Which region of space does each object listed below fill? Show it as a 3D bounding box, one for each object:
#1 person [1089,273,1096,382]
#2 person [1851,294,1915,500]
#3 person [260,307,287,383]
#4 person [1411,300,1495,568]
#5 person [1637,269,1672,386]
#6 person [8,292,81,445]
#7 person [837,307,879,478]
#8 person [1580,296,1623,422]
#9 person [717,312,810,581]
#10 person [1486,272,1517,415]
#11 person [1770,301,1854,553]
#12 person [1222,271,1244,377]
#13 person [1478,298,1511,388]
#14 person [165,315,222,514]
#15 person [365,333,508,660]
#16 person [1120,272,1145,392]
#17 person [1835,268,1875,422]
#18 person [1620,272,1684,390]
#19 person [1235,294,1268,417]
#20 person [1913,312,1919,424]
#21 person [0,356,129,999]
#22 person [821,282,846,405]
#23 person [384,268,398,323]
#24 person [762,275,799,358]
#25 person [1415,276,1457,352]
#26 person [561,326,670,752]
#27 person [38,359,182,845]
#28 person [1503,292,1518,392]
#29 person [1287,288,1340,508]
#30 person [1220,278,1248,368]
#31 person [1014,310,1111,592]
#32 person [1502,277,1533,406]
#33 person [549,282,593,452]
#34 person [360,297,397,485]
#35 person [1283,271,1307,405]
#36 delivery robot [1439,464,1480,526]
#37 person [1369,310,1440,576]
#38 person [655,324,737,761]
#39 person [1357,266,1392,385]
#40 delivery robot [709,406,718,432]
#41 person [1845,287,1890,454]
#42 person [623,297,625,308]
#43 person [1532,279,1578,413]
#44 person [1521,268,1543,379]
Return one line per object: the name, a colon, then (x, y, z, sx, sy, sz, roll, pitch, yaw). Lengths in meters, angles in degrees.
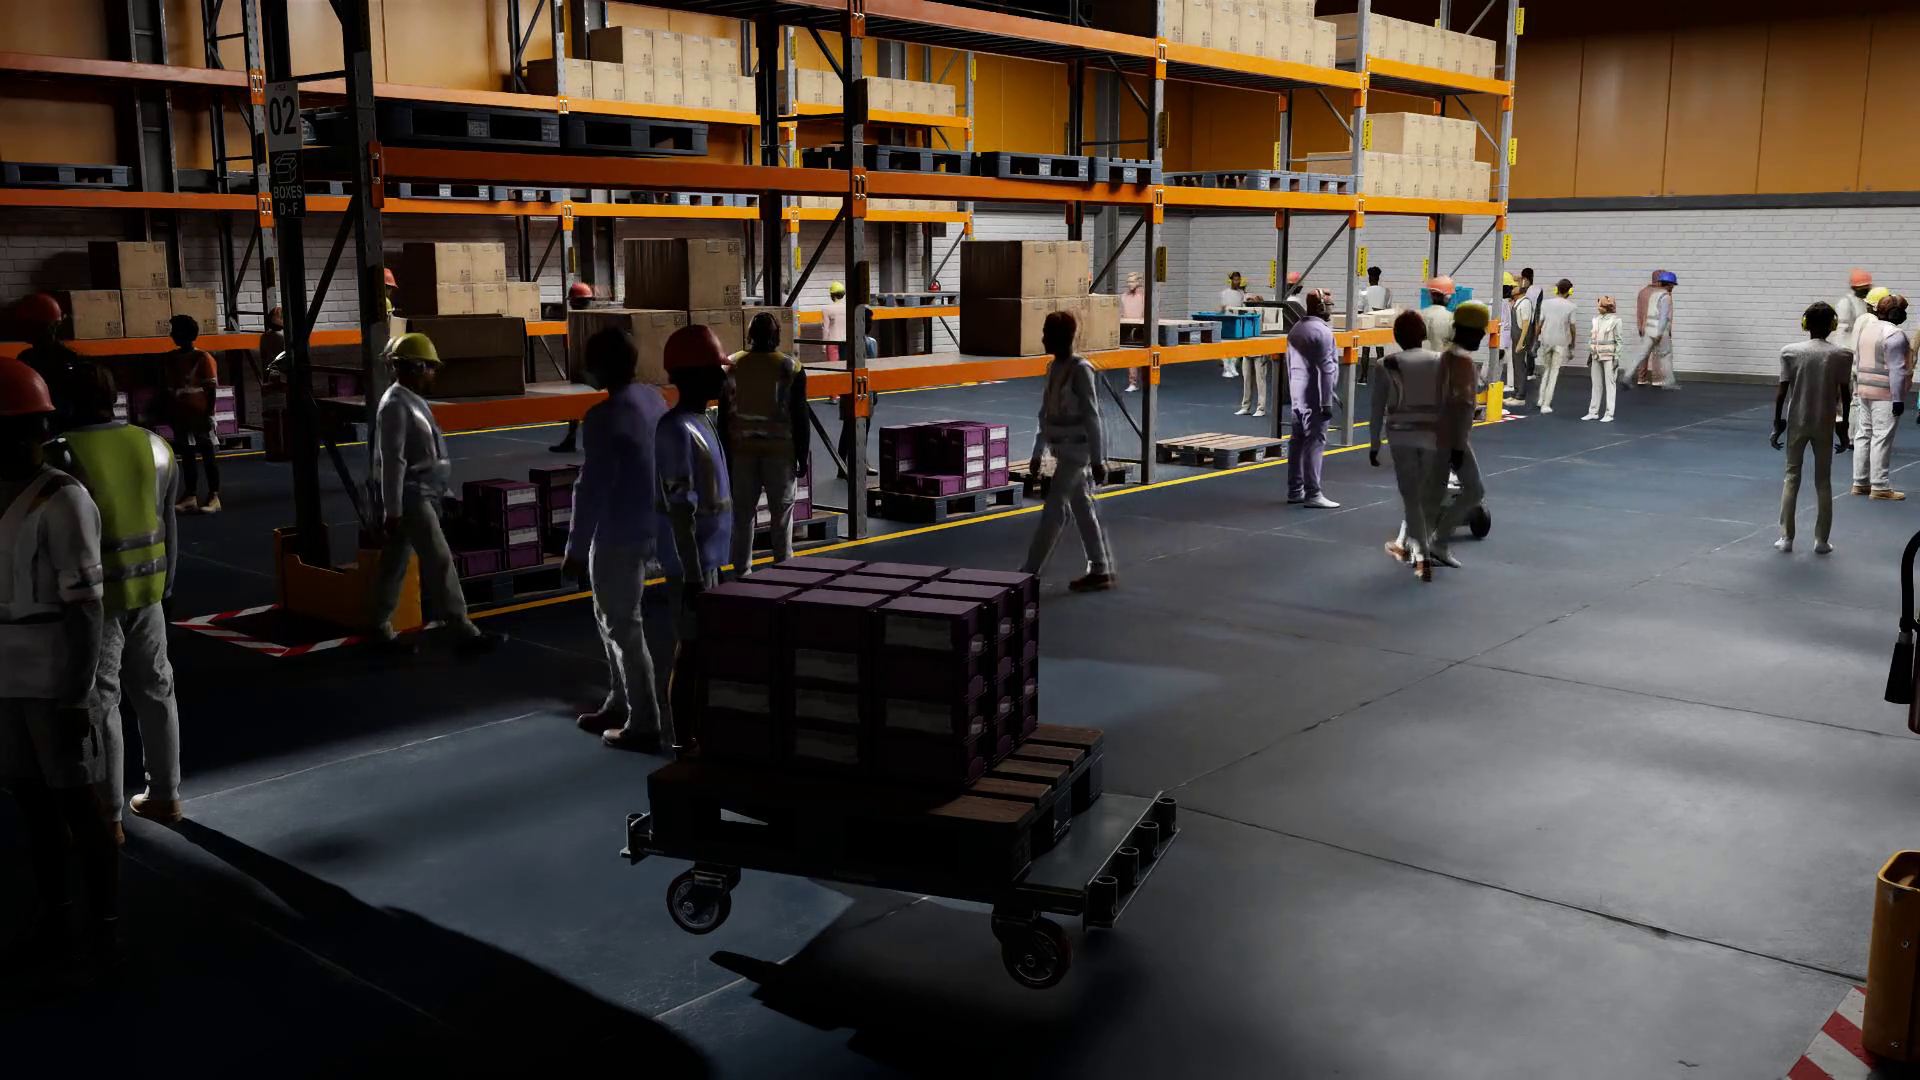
person: (1.820, -3.011, 24.544, 0.552, 1.935, 0.364, 3, 11, 19)
person: (8.332, -1.287, 14.999, 0.429, 1.845, 0.621, 0, 10, 0)
person: (-7.287, -1.676, 17.835, 0.501, 1.628, 0.277, 6, 12, 31)
person: (3.421, -0.722, 11.607, 0.489, 1.895, 0.721, -1, 10, -3)
person: (11.392, -3.466, 27.224, 0.409, 1.907, 0.651, -5, 11, -26)
person: (-5.779, -0.599, 10.686, 0.628, 1.981, 0.650, 6, 12, 31)
person: (-0.994, -1.446, 16.360, 0.323, 1.692, 0.535, 8, 13, 37)
person: (8.377, -2.348, 21.626, 0.314, 1.637, 0.514, -5, 11, -24)
person: (-1.289, -0.576, 10.985, 0.629, 1.837, 0.429, 1, 10, 8)
person: (7.350, -2.672, 22.642, 0.367, 1.927, 0.587, 2, 10, 13)
person: (6.313, -0.832, 12.346, 0.528, 1.865, 0.313, 5, 11, 25)
person: (4.762, -3.758, 29.069, 0.524, 1.850, 0.418, -4, 11, -24)
person: (8.664, -3.369, 26.803, 0.936, 1.857, 0.650, 4, 11, 21)
person: (-6.532, -1.064, 14.143, 0.531, 1.697, 0.322, 4, 11, 23)
person: (-2.923, -0.238, 9.181, 0.860, 1.781, 0.584, -3, 10, -15)
person: (2.804, -3.261, 26.137, 0.677, 1.879, 0.534, 9, 13, 41)
person: (11.413, -2.469, 21.286, 0.623, 1.993, 0.634, -3, 10, -18)
person: (11.016, -3.309, 26.413, 1.012, 1.892, 0.612, -1, 10, -6)
person: (3.950, -2.471, 22.327, 0.307, 1.637, 0.511, -8, 13, -38)
person: (12.397, -2.336, 21.050, 0.594, 1.813, 0.668, 7, 12, 33)
person: (-2.812, 0.415, 5.039, 0.545, 1.938, 0.358, 6, 12, 30)
person: (-1.765, -2.835, 24.036, 0.533, 1.766, 0.316, -5, 11, -28)
person: (-6.290, -1.945, 18.186, 0.385, 2.040, 0.605, -8, 13, -38)
person: (-2.522, -2.703, 22.961, 0.790, 1.898, 0.558, 8, 13, 39)
person: (4.846, -1.693, 16.923, 0.446, 1.974, 0.641, -9, 13, -41)
person: (-1.608, 0.003, 7.461, 0.668, 1.910, 0.651, 3, 10, 15)
person: (-3.265, 0.237, 6.325, 0.429, 1.845, 0.621, 5, 11, 25)
person: (8.706, -3.149, 26.172, 0.313, 1.642, 0.513, 8, 13, 40)
person: (3.100, -1.237, 14.530, 0.399, 1.909, 0.642, -3, 10, -15)
person: (5.261, -4.034, 30.994, 0.859, 1.712, 0.532, -4, 11, -22)
person: (0.590, -0.548, 10.764, 0.941, 1.842, 0.614, -3, 10, -16)
person: (8.013, -2.845, 23.864, 0.345, 1.847, 0.504, 1, 10, 8)
person: (-4.028, -1.897, 18.362, 0.984, 1.898, 0.540, -2, 10, -12)
person: (-5.426, -1.405, 15.700, 0.599, 1.830, 0.404, 7, 12, 33)
person: (4.791, -2.900, 23.952, 0.413, 1.922, 0.586, -3, 10, -15)
delivery robot: (3.826, -0.368, 13.161, 0.477, 0.478, 0.707, -1, 10, -8)
person: (3.181, -0.682, 11.606, 0.624, 1.830, 0.986, -1, 10, -5)
person: (-1.093, 0.069, 6.994, 0.351, 1.942, 0.545, 0, 10, -1)
person: (6.823, -3.534, 27.481, 0.599, 1.958, 0.377, 0, 10, 0)
delivery robot: (-2.758, -1.488, 19.542, 0.477, 0.478, 0.707, -2, 10, -12)
person: (9.966, -1.847, 18.217, 0.403, 1.830, 0.600, 2, 10, 13)
person: (-2.542, -1.051, 13.411, 0.649, 1.928, 0.519, 8, 13, 39)
person: (8.161, -2.656, 22.807, 0.553, 1.833, 0.526, 8, 13, 40)
person: (9.718, -3.718, 28.636, 0.587, 1.915, 0.395, 6, 12, 30)
